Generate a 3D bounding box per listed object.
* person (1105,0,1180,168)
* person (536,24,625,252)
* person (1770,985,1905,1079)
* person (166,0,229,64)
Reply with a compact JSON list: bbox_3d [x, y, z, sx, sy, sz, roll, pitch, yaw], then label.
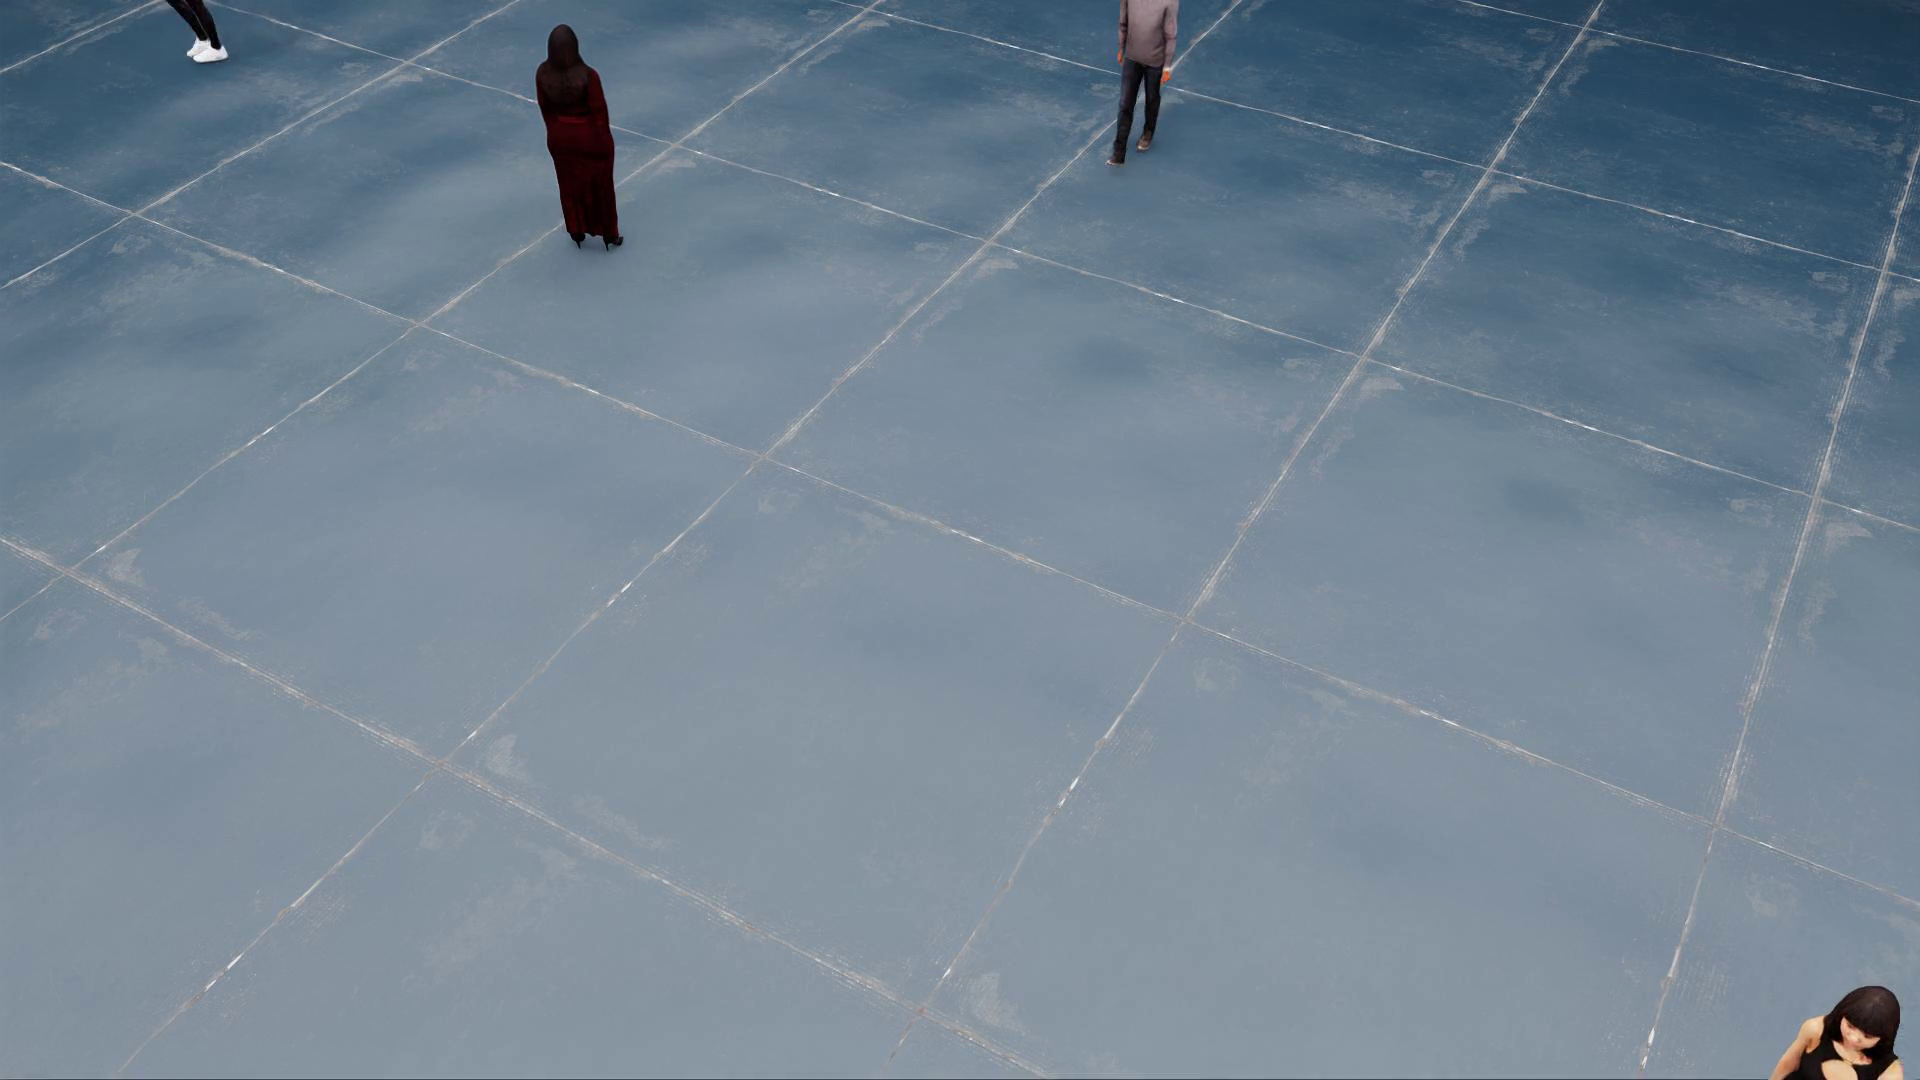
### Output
[{"bbox_3d":[1.516,-3.854,13.180,0.736,1.735,1.077,19,45,19],"label":"person"},{"bbox_3d":[-2.776,-2.911,12.124,0.735,1.758,0.712,7,43,8],"label":"person"},{"bbox_3d":[3.402,2.230,6.559,0.677,1.630,0.992,31,51,30],"label":"person"},{"bbox_3d":[-6.670,-4.999,14.418,0.786,1.764,0.751,-16,45,-17],"label":"person"}]
